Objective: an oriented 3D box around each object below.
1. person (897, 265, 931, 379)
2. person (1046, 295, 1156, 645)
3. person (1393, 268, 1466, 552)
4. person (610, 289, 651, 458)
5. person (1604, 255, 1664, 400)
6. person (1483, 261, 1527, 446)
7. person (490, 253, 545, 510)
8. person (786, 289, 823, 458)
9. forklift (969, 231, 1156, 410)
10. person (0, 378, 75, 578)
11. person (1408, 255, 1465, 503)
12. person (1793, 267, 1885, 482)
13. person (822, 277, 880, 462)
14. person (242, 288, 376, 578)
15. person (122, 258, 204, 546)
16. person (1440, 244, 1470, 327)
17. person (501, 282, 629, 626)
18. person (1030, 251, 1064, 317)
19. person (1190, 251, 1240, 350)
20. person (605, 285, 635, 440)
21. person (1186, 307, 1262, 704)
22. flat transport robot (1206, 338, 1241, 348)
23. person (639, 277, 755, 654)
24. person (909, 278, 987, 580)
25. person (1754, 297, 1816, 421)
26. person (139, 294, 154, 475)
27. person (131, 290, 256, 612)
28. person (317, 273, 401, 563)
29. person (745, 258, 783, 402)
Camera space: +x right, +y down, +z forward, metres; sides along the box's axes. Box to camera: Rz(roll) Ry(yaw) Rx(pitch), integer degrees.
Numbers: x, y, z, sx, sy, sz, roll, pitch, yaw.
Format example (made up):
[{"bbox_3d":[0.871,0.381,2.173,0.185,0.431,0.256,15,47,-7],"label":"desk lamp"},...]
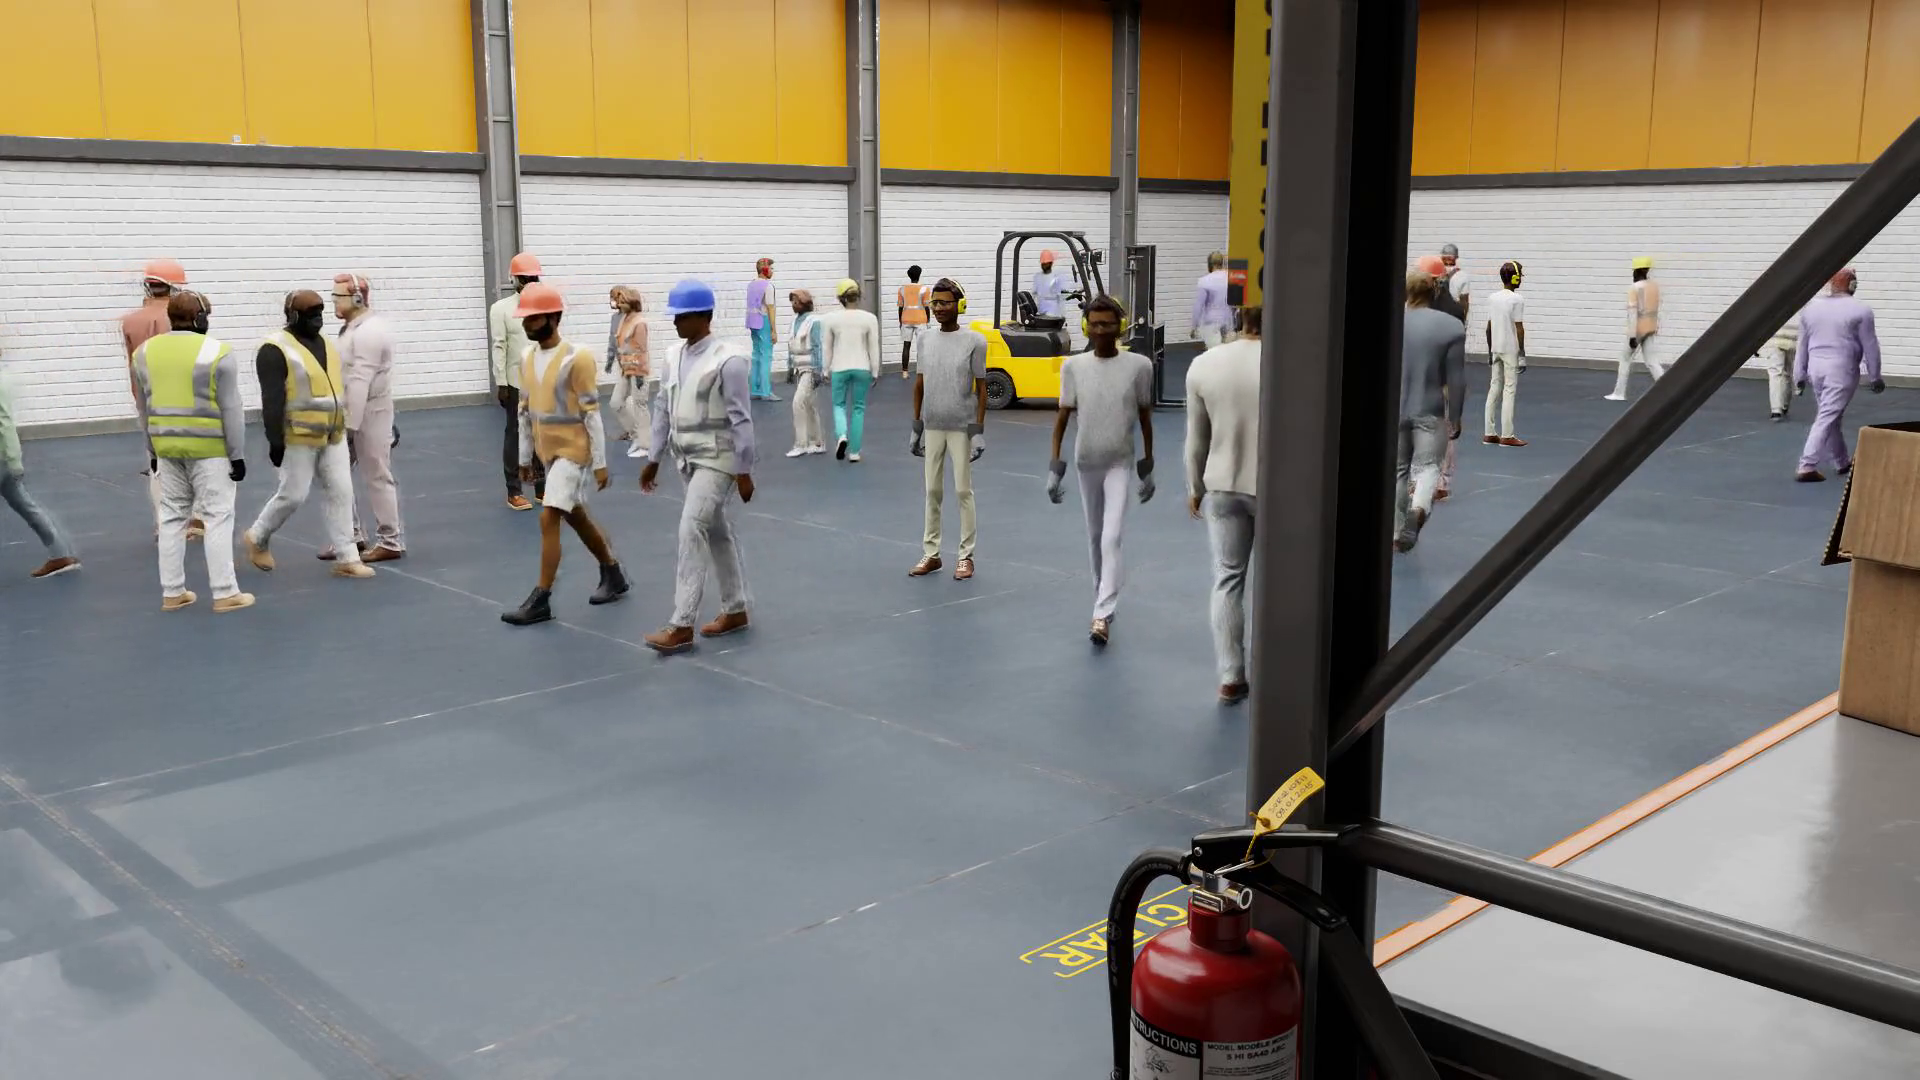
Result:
[{"bbox_3d":[-0.676,-3.223,24.679,0.535,1.693,0.317,4,11,21],"label":"person"},{"bbox_3d":[0.746,-0.381,8.829,0.547,1.819,0.975,3,11,14],"label":"person"},{"bbox_3d":[2.985,-0.827,10.982,0.639,1.923,0.730,5,11,24],"label":"person"},{"bbox_3d":[-3.135,-1.589,15.932,0.394,1.621,0.536,-6,12,-32],"label":"person"},{"bbox_3d":[8.754,-2.688,21.236,0.599,1.891,0.935,-6,12,-30],"label":"person"},{"bbox_3d":[5.557,-1.884,16.885,0.328,1.872,0.513,-5,12,-25],"label":"person"},{"bbox_3d":[-3.378,-1.242,13.041,0.377,1.995,0.608,8,13,38],"label":"person"},{"bbox_3d":[-1.541,-1.588,15.948,0.640,1.617,0.536,-7,13,-35],"label":"person"},{"bbox_3d":[1.222,-2.721,20.561,2.313,2.155,1.214,2,11,13],"label":"forklift"},{"bbox_3d":[-5.882,-0.492,10.090,0.508,1.579,0.884,9,14,42],"label":"person"},{"bbox_3d":[3.743,-1.268,13.227,0.485,1.969,0.638,-6,12,-32],"label":"person"},{"bbox_3d":[7.686,-1.439,14.510,1.003,1.854,0.646,-4,11,-22],"label":"person"},{"bbox_3d":[-1.017,-1.582,15.578,0.540,1.734,0.452,-1,10,-4],"label":"person"},{"bbox_3d":[-4.109,-0.657,10.360,0.831,1.818,0.634,4,11,22],"label":"person"},{"bbox_3d":[-5.425,-0.946,11.496,0.615,1.978,0.518,1,10,5],"label":"person"},{"bbox_3d":[6.833,-3.158,23.365,0.687,2.000,0.866,5,12,27],"label":"person"},{"bbox_3d":[-2.220,-0.506,9.370,0.557,1.889,0.944,9,13,39],"label":"person"},{"bbox_3d":[1.387,-3.682,26.673,0.562,1.885,1.013,9,14,41],"label":"person"},{"bbox_3d":[3.288,-2.811,21.802,0.667,1.913,0.734,-6,12,-30],"label":"person"},{"bbox_3d":[-3.491,-1.838,17.319,0.347,1.619,0.497,-7,13,-35],"label":"person"},{"bbox_3d":[1.347,-0.217,7.683,0.641,1.917,0.659,4,11,20],"label":"person"},{"bbox_3d":[5.011,-3.546,30.308,0.652,0.197,1.431,-2,11,-10],"label":"flat transport robot"},{"bbox_3d":[-1.426,-0.386,8.609,0.883,1.910,0.615,-9,14,-40],"label":"person"},{"bbox_3d":[-0.080,-0.686,10.354,0.513,1.872,0.328,4,11,23],"label":"person"},{"bbox_3d":[9.533,-2.275,19.243,0.607,1.780,0.942,4,11,21],"label":"person"},{"bbox_3d":[-7.010,-1.374,14.771,0.606,1.617,0.538,2,11,12],"label":"person"},{"bbox_3d":[-4.351,-0.500,9.474,0.639,1.831,0.431,2,11,8],"label":"person"},{"bbox_3d":[-3.960,-0.771,10.776,0.588,1.890,0.660,-7,13,-35],"label":"person"},{"bbox_3d":[-2.551,-2.697,21.394,0.374,1.840,0.569,-8,13,-37],"label":"person"}]
